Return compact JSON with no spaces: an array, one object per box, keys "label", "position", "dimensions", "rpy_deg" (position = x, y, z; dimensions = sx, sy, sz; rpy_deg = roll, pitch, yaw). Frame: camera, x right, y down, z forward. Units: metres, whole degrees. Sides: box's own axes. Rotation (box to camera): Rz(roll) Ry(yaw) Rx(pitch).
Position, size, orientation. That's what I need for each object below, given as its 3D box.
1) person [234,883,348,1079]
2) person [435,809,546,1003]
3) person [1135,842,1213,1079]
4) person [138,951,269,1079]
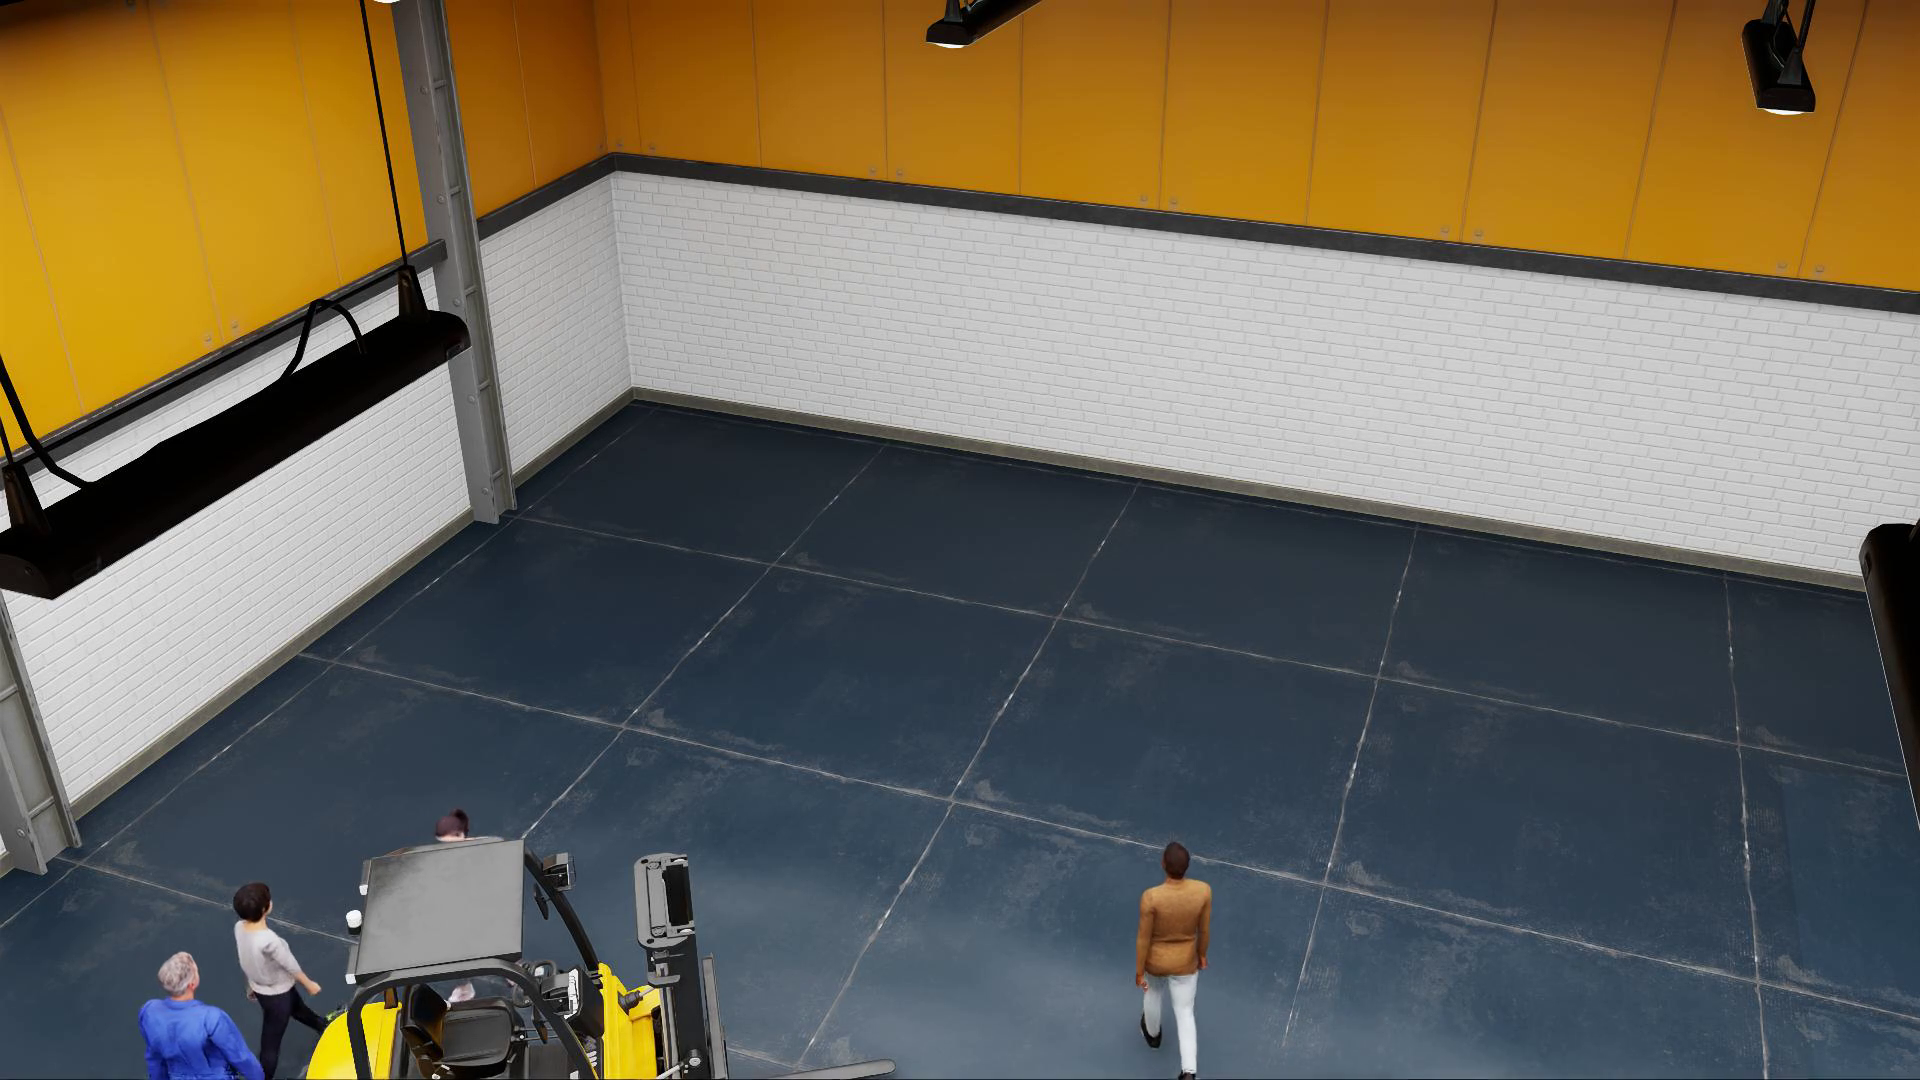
[{"label":"person","position":[-4.353,2.857,10.375],"dimensions":[0.747,1.512,1.088],"rpy_deg":[19,34,31]},{"label":"person","position":[-3.209,2.430,11.080],"dimensions":[0.858,1.587,0.904],"rpy_deg":[-19,34,-31]},{"label":"person","position":[1.347,2.682,10.404],"dimensions":[0.975,1.791,1.235],"rpy_deg":[-3,29,-6]},{"label":"person","position":[-4.350,3.190,9.488],"dimensions":[0.808,1.777,1.213],"rpy_deg":[7,29,13]}]
